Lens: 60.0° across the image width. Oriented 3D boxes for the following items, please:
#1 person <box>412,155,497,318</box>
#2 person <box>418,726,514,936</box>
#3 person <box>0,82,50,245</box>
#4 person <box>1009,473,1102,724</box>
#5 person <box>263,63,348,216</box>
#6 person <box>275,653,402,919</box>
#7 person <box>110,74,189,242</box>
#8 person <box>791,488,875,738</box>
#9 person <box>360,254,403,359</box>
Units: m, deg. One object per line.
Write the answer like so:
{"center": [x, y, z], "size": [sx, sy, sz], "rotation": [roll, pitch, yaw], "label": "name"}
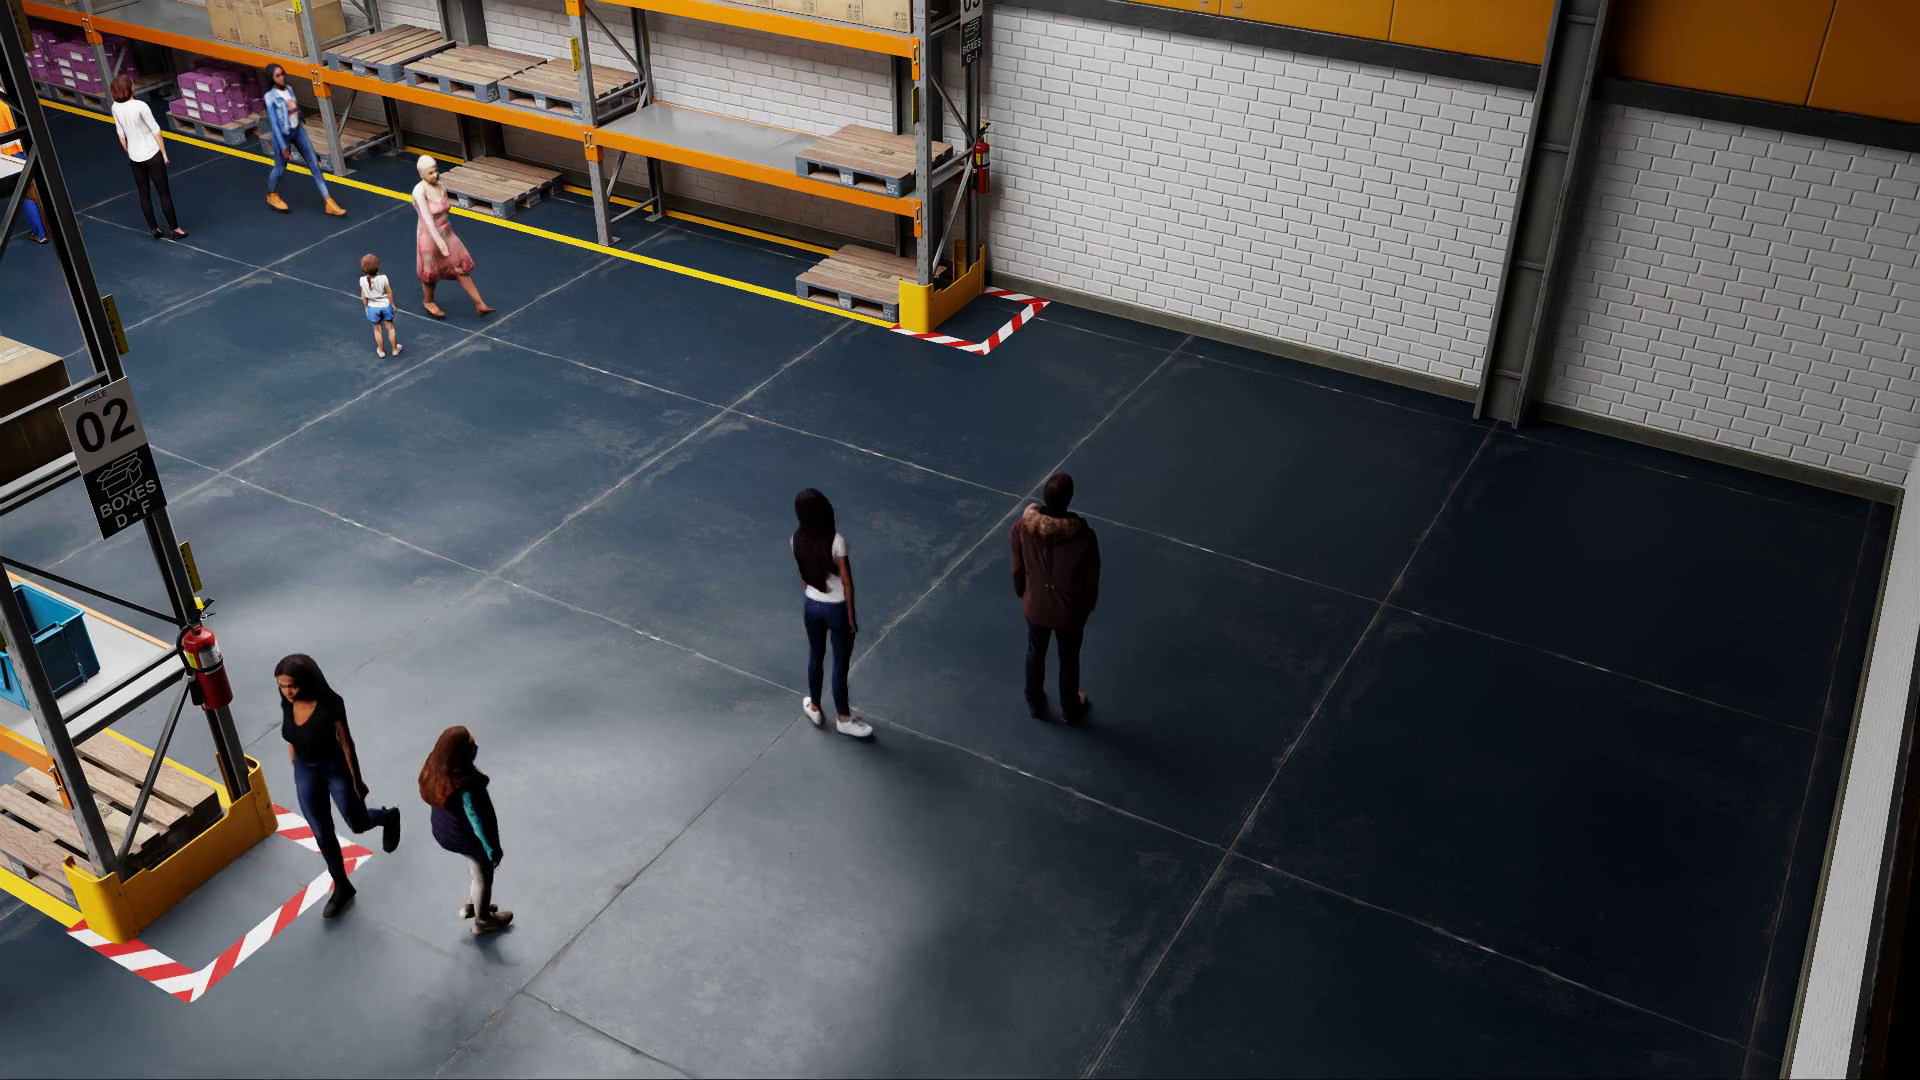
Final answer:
{"center": [-5.066, -2.862, 15.870], "size": [1.036, 1.653, 0.606], "rotation": [15, 36, 21], "label": "person"}
{"center": [-2.780, 1.646, 9.240], "size": [0.756, 1.485, 0.677], "rotation": [-19, 38, -26], "label": "person"}
{"center": [-9.839, -4.052, 17.449], "size": [0.767, 1.886, 0.737], "rotation": [-27, 42, -34], "label": "person"}
{"center": [0.616, 0.386, 10.807], "size": [0.657, 1.847, 0.852], "rotation": [12, 35, 17], "label": "person"}
{"center": [-7.359, -4.308, 18.043], "size": [1.258, 1.655, 0.747], "rotation": [12, 35, 17], "label": "person"}
{"center": [-3.570, 1.312, 9.530], "size": [0.965, 1.720, 0.817], "rotation": [6, 34, 9], "label": "person"}
{"center": [-8.551, -4.000, 17.454], "size": [0.604, 1.795, 0.738], "rotation": [2, 34, 4], "label": "person"}
{"center": [-0.819, 0.508, 10.709], "size": [0.838, 1.753, 0.474], "rotation": [-27, 42, -35], "label": "person"}
{"center": [-5.386, -2.175, 15.409], "size": [0.483, 1.019, 0.545], "rotation": [-8, 34, -12], "label": "person"}
